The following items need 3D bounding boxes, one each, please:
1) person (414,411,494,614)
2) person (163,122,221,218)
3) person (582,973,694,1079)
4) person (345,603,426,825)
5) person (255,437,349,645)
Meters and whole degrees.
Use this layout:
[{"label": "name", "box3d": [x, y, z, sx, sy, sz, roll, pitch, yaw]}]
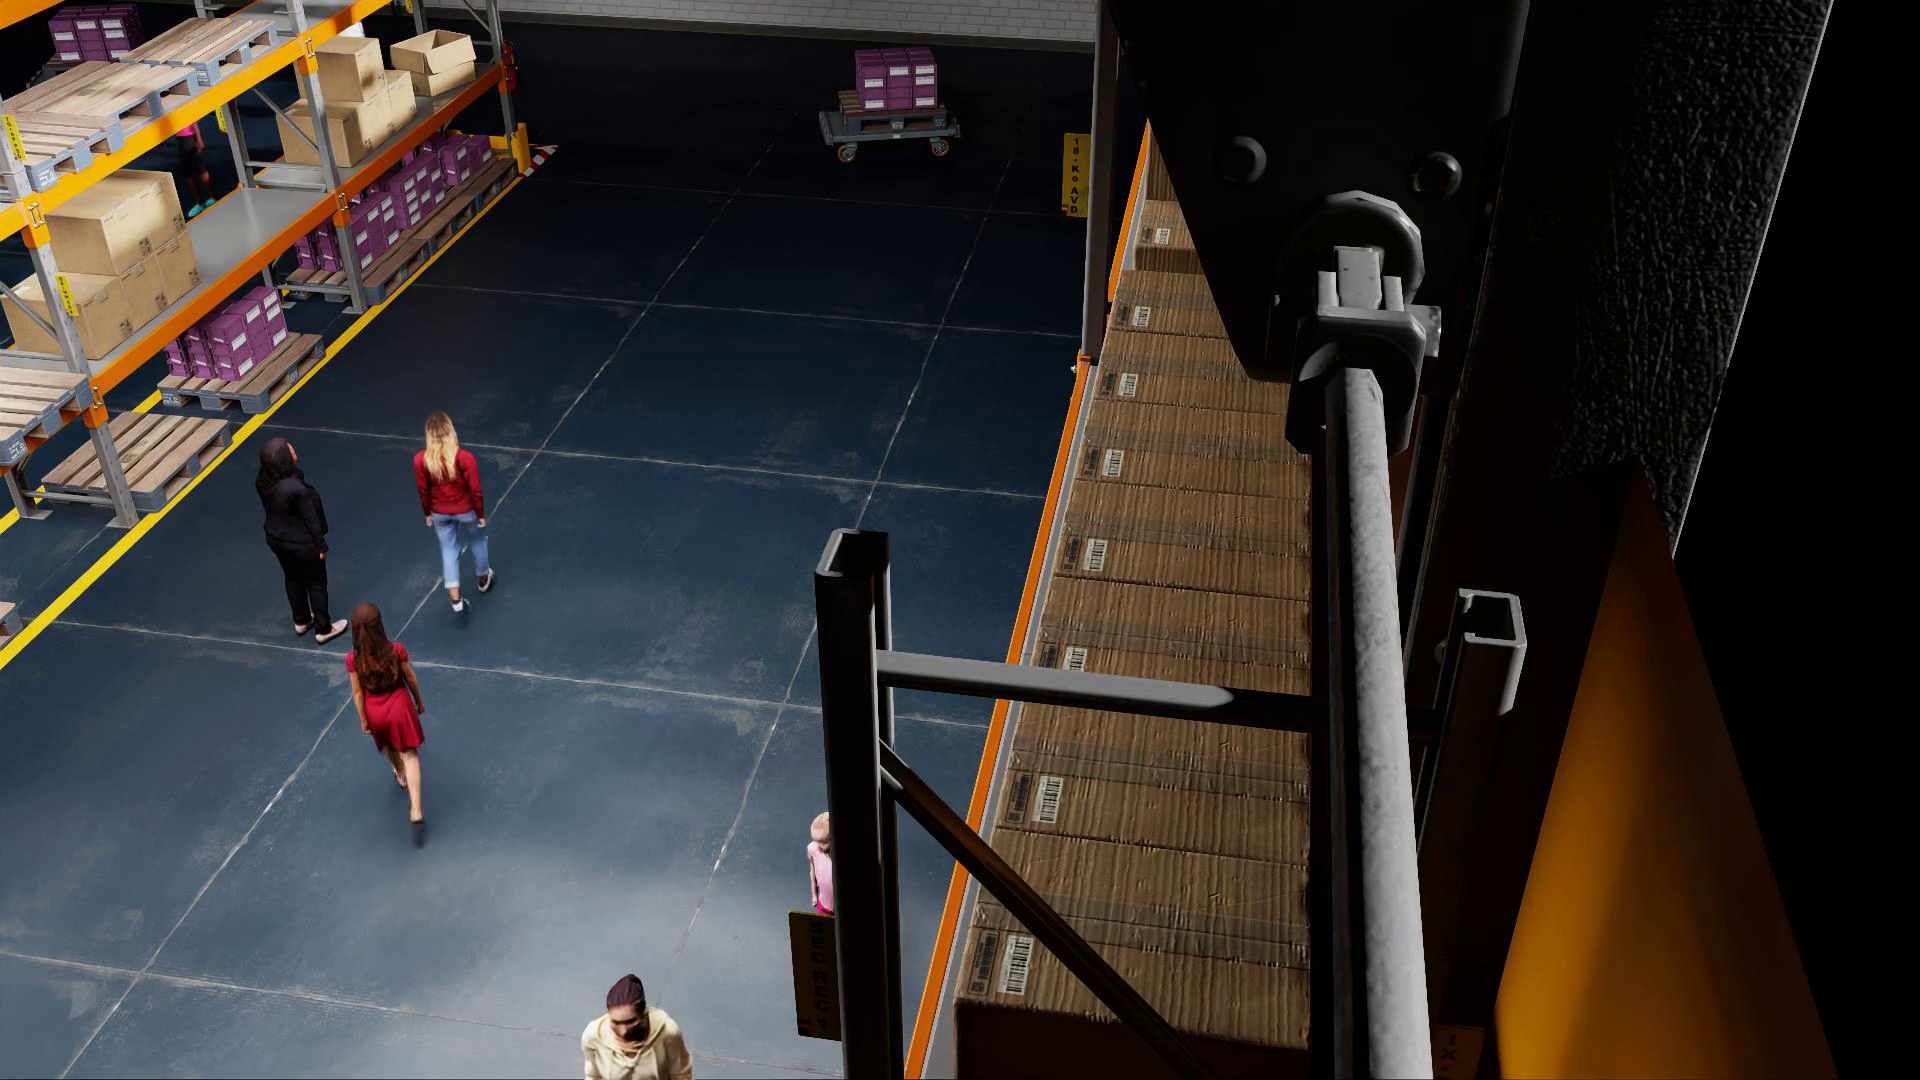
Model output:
[{"label": "person", "box3d": [-3.689, -0.176, 12.109, 0.763, 1.619, 0.993, -4, 34, -5]}, {"label": "person", "box3d": [-8.542, -4.511, 18.552, 0.748, 1.708, 0.831, 26, 41, 33]}, {"label": "person", "box3d": [-1.513, 2.633, 7.946, 0.877, 1.549, 1.121, -5, 34, -7]}, {"label": "person", "box3d": [-3.518, 1.098, 10.278, 0.878, 1.525, 1.100, -11, 35, -15]}, {"label": "person", "box3d": [-4.732, 0.004, 11.843, 0.693, 1.615, 0.704, 15, 36, 21]}]
